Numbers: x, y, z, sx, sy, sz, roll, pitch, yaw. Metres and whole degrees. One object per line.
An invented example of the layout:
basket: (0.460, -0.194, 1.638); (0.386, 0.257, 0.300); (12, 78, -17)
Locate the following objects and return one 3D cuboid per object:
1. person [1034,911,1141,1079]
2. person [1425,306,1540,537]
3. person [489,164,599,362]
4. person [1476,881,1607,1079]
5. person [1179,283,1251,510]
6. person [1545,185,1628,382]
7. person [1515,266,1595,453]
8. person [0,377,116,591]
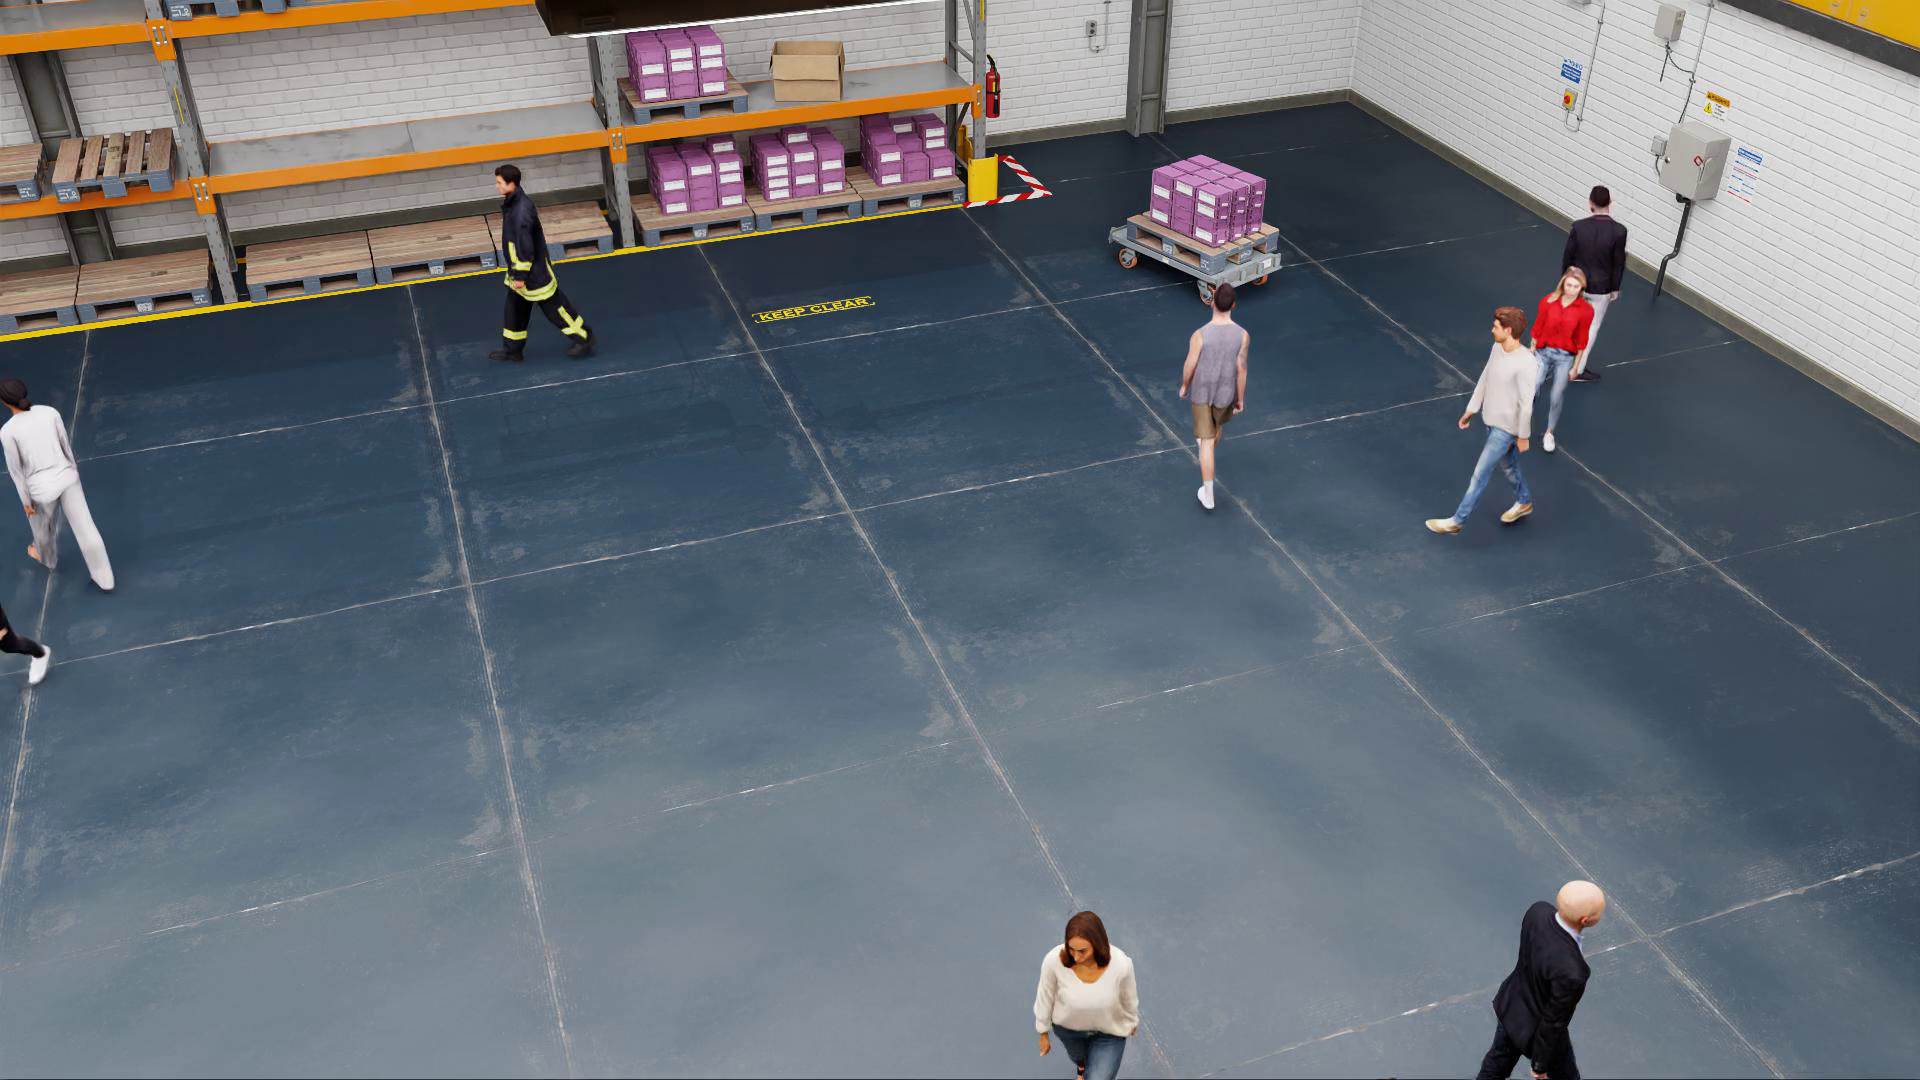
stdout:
person: (0.643, 2.298, 8.124); (1.122, 1.638, 1.073); (4, 34, 6)
person: (4.231, -0.886, 12.742); (1.251, 1.828, 0.801); (-10, 35, -14)
person: (-3.803, -2.477, 15.085); (1.249, 1.886, 0.872); (-16, 37, -22)
person: (2.678, 2.315, 7.973); (0.903, 1.778, 0.766); (-6, 34, -9)
person: (2.003, -1.091, 13.046); (1.118, 1.801, 0.857); (-4, 34, -7)
person: (5.623, -2.239, 14.793); (0.921, 1.812, 0.907); (-25, 41, -32)
person: (4.932, -1.509, 13.803); (0.742, 1.691, 0.793); (18, 37, 24)
person: (-6.544, -0.356, 12.068); (1.105, 1.692, 1.137); (23, 40, 30)
